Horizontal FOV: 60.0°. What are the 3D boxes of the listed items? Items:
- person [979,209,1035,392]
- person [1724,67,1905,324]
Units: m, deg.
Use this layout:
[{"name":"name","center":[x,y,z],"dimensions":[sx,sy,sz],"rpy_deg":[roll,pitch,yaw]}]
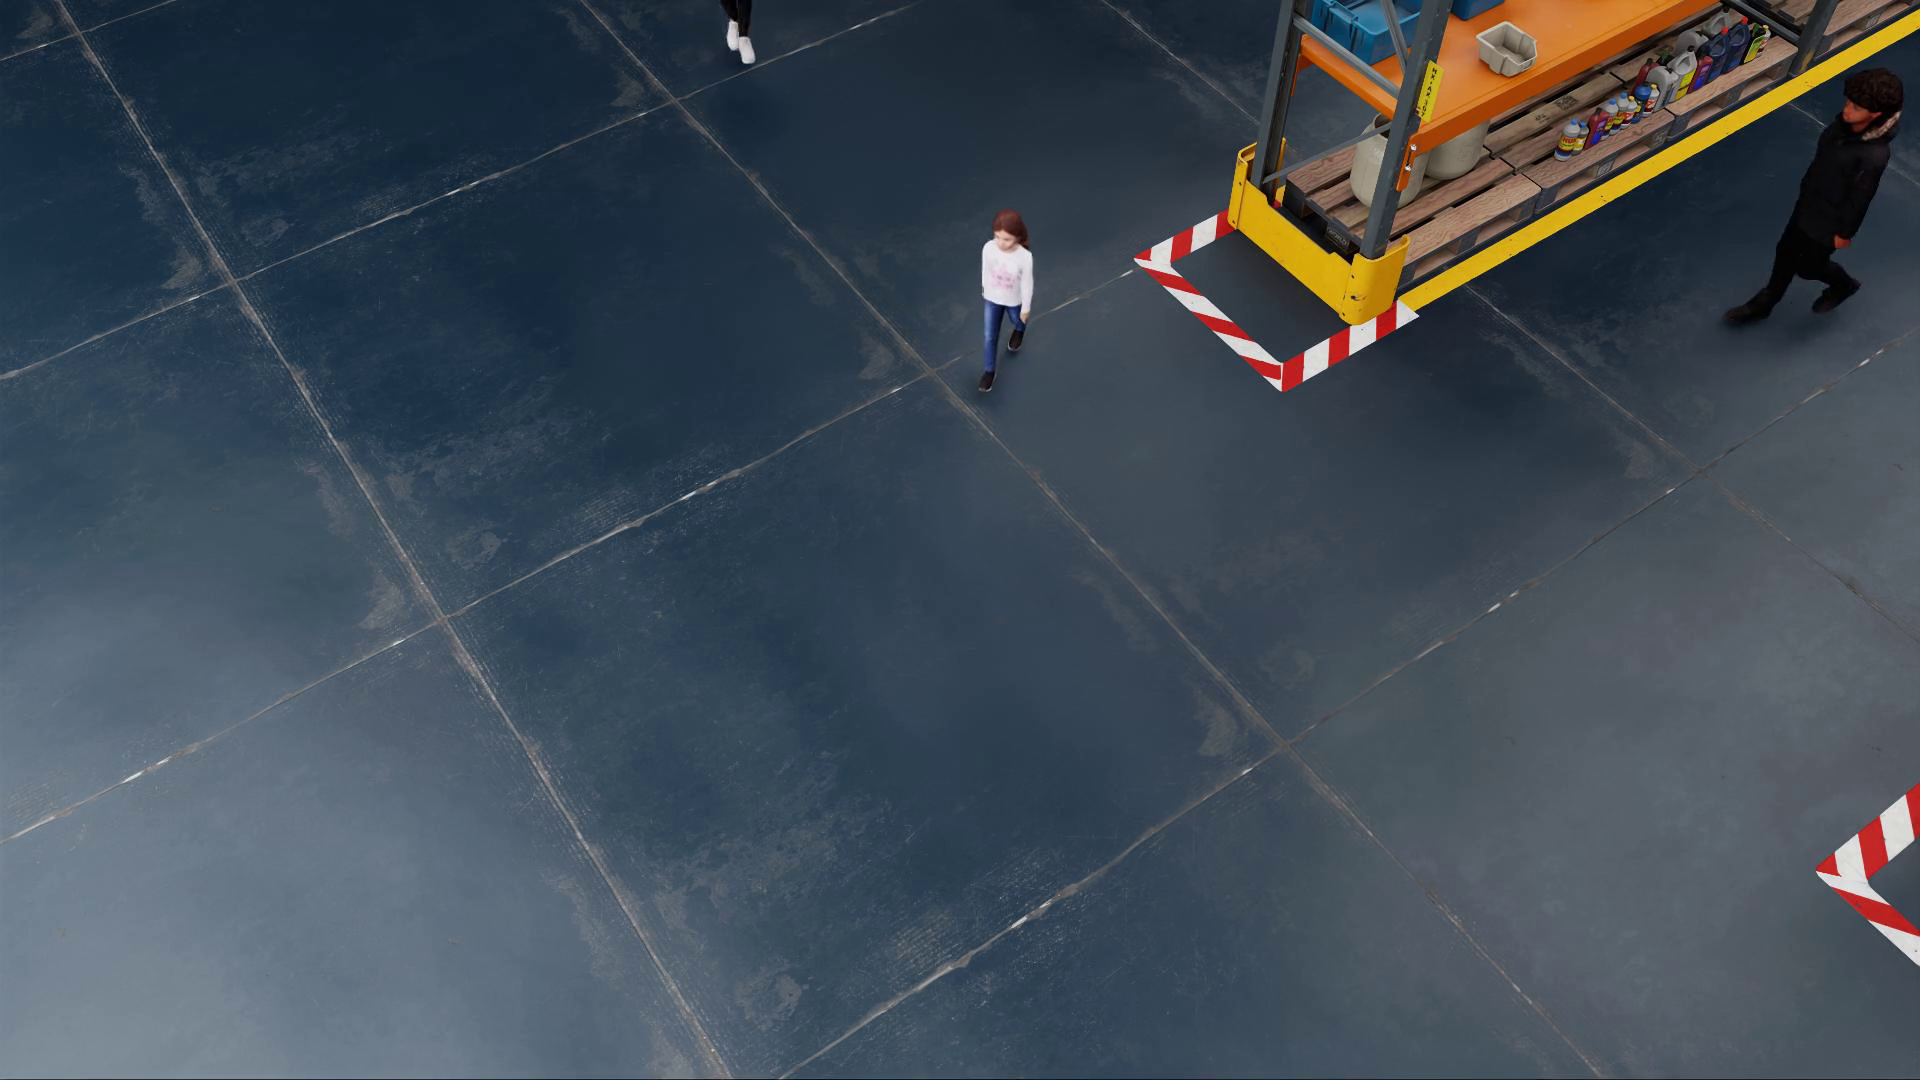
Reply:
[{"name":"person","center":[0.273,-1.382,9.110],"dimensions":[0.717,1.088,0.831],"rpy_deg":[15,54,12]},{"name":"person","center":[4.801,-1.821,9.038],"dimensions":[1.043,1.740,0.882],"rpy_deg":[-6,52,-4]}]
